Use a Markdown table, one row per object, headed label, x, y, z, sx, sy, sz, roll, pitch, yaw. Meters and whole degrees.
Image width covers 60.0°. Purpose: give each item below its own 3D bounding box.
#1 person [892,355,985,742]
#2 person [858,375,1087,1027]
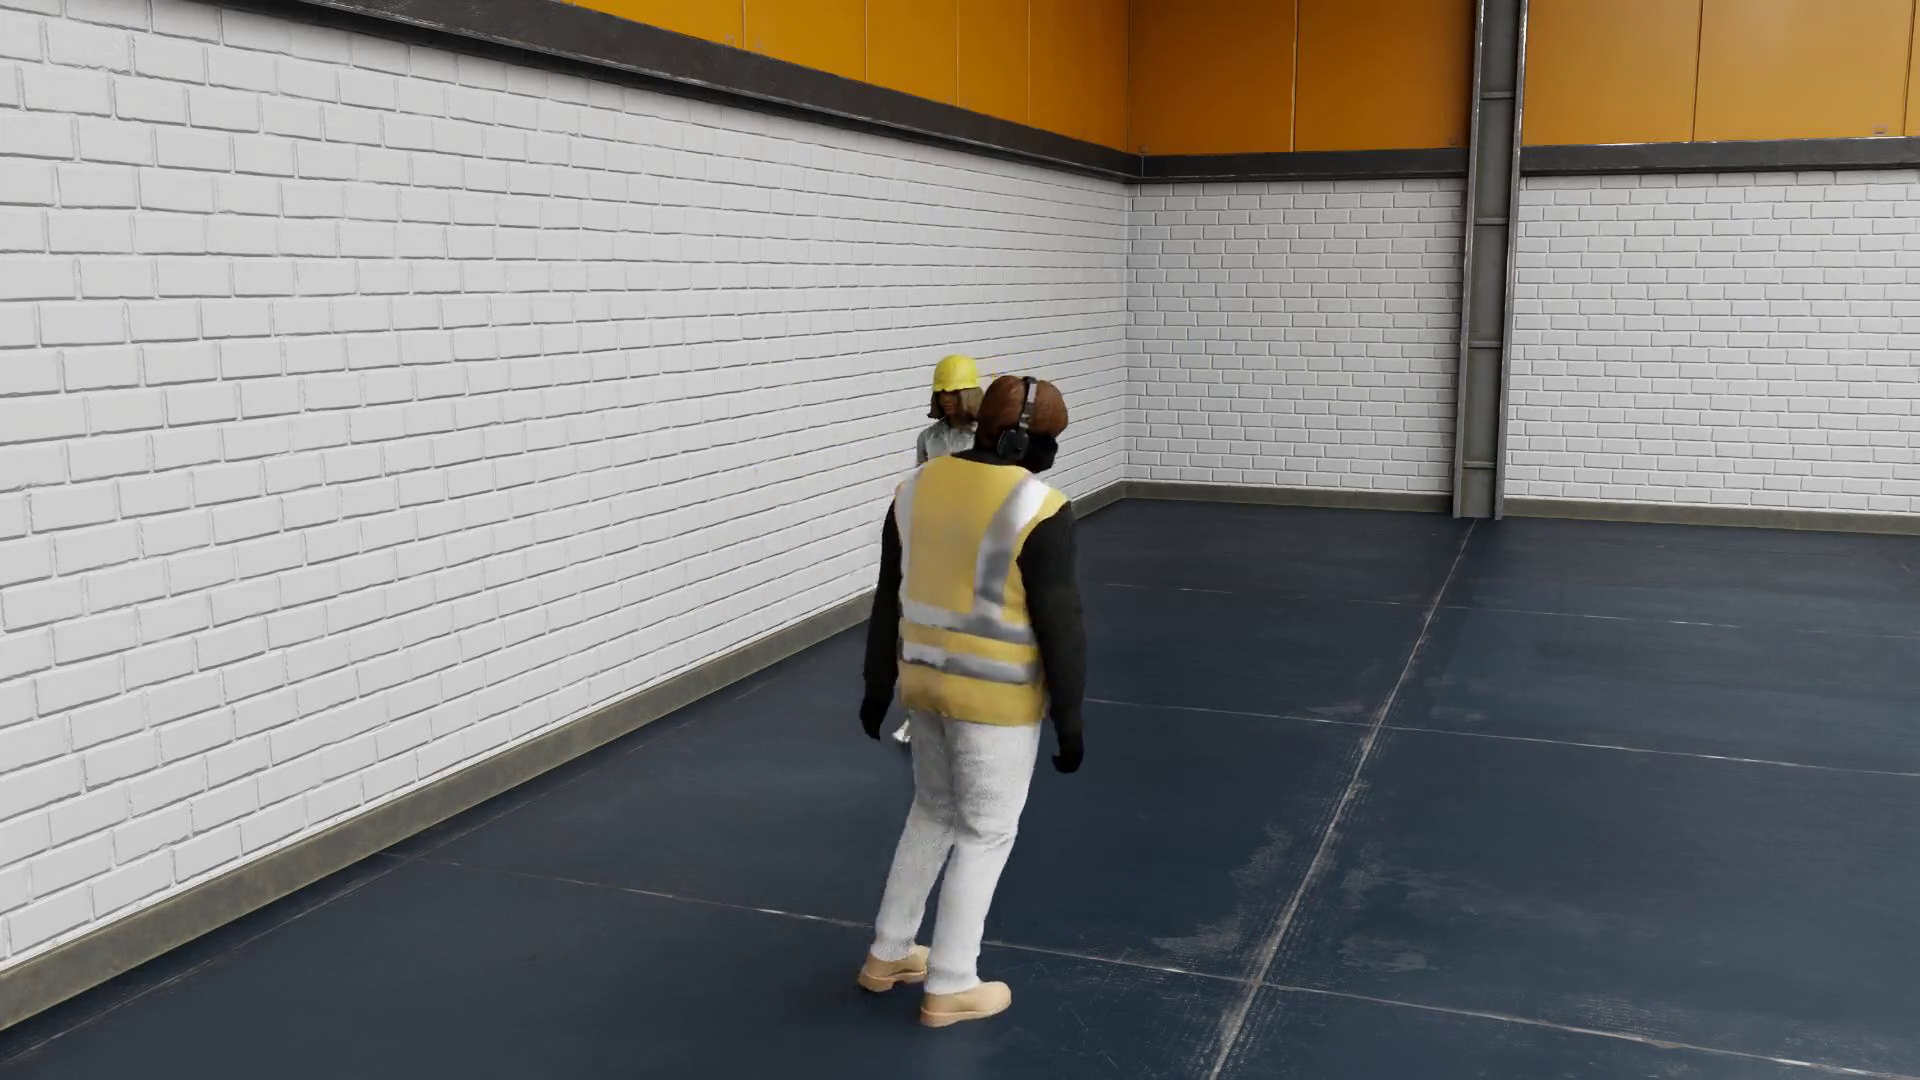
| label | x | y | z | sx | sy | sz | roll | pitch | yaw |
| --- | --- | --- | --- | --- | --- | --- | --- | --- | --- |
| person | -0.025 | 0.054 | 7.348 | 0.491 | 1.716 | 0.768 | 4 | 10 | 22 |
| person | 0.054 | 0.447 | 4.602 | 0.470 | 1.804 | 0.651 | -9 | 13 | -44 |
